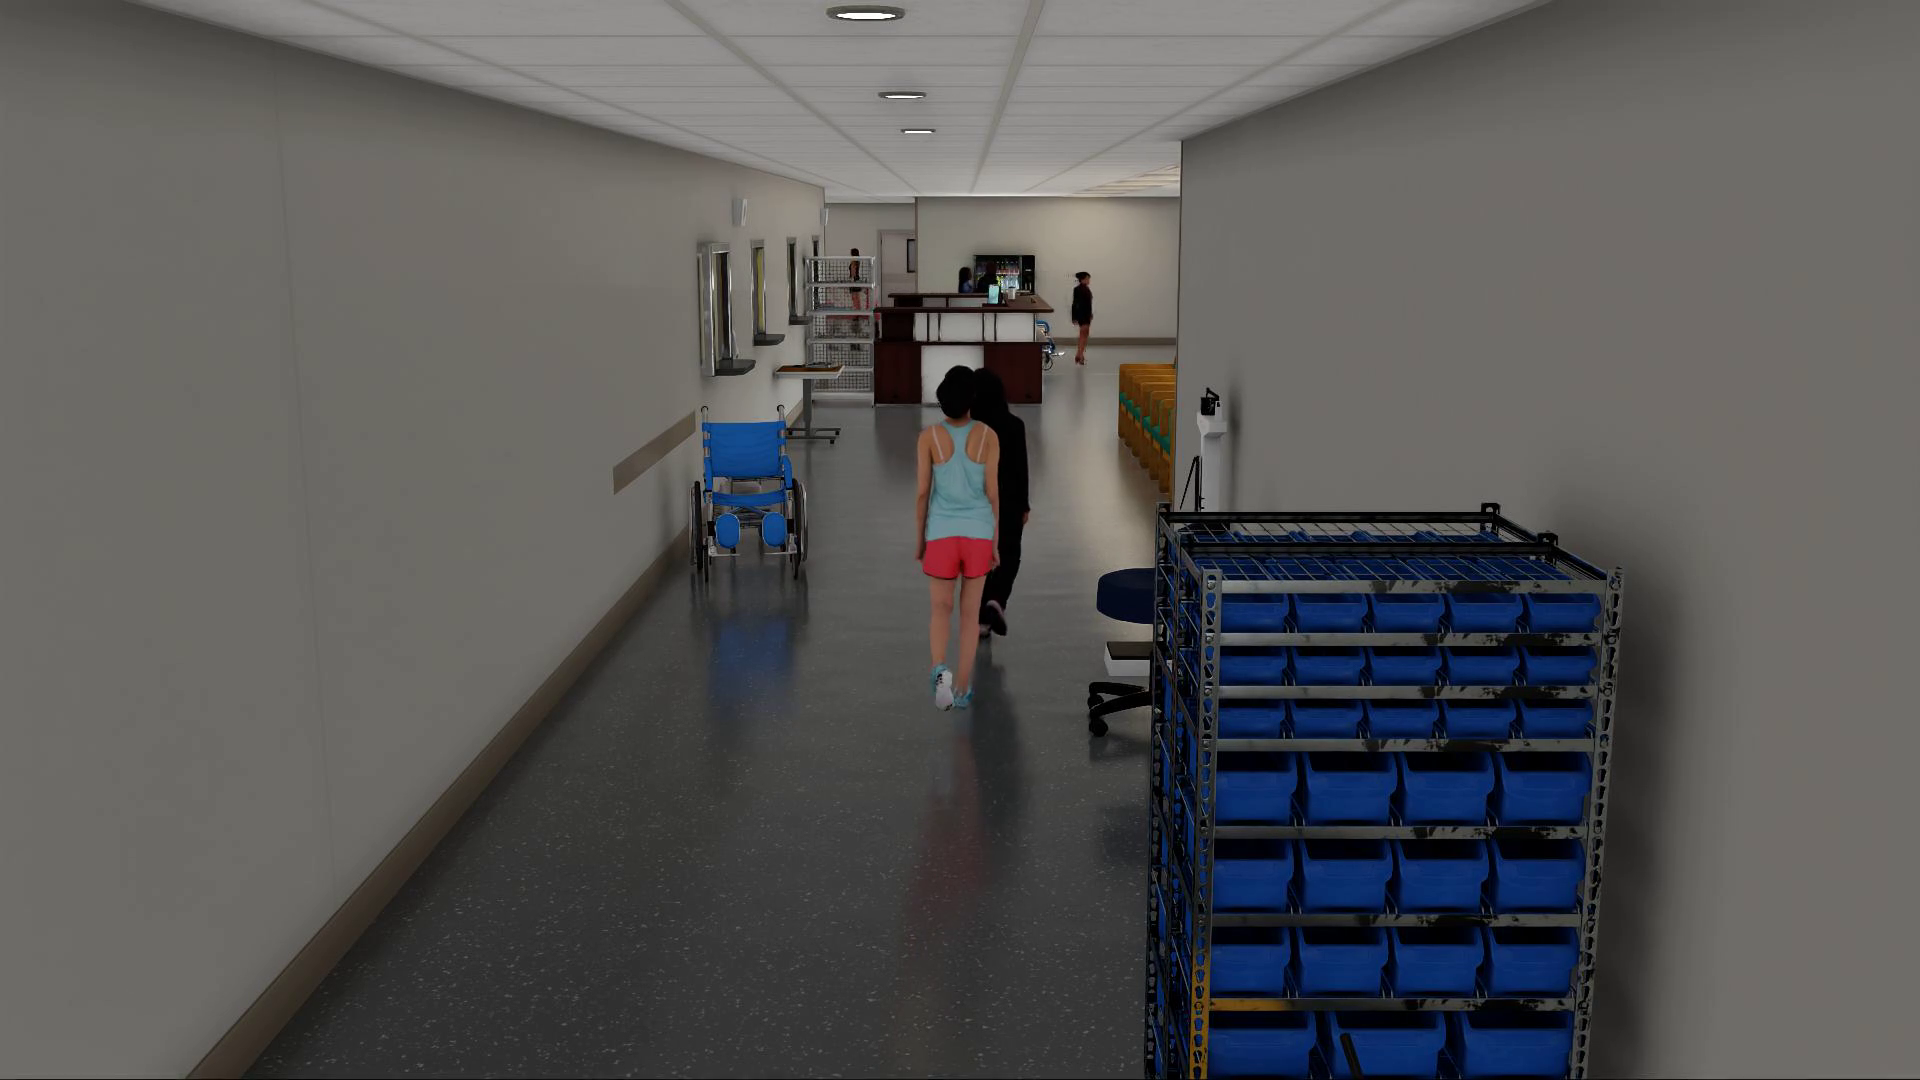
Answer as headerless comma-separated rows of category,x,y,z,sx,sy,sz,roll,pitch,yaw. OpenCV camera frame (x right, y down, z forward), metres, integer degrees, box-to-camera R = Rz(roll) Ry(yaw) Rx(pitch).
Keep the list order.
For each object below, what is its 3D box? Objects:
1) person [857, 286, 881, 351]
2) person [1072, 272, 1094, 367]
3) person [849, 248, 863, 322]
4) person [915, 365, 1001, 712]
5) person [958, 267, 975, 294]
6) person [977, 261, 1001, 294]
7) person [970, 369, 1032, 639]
person,-1.727,-4.260,32.096,0.828,1.269,0.575,2,11,9
person,2.065,-3.833,28.889,0.775,1.627,0.728,8,13,36
person,-2.696,-6.544,42.616,0.636,1.834,0.650,4,11,20
person,-0.009,0.034,8.183,0.941,1.747,0.686,1,11,5
person,0.083,-3.888,28.948,0.569,1.712,0.633,-2,11,-10
person,0.451,-3.947,29.011,0.953,1.804,0.888,-7,13,-33
person,0.164,-0.180,9.697,0.825,1.603,0.766,1,11,7
